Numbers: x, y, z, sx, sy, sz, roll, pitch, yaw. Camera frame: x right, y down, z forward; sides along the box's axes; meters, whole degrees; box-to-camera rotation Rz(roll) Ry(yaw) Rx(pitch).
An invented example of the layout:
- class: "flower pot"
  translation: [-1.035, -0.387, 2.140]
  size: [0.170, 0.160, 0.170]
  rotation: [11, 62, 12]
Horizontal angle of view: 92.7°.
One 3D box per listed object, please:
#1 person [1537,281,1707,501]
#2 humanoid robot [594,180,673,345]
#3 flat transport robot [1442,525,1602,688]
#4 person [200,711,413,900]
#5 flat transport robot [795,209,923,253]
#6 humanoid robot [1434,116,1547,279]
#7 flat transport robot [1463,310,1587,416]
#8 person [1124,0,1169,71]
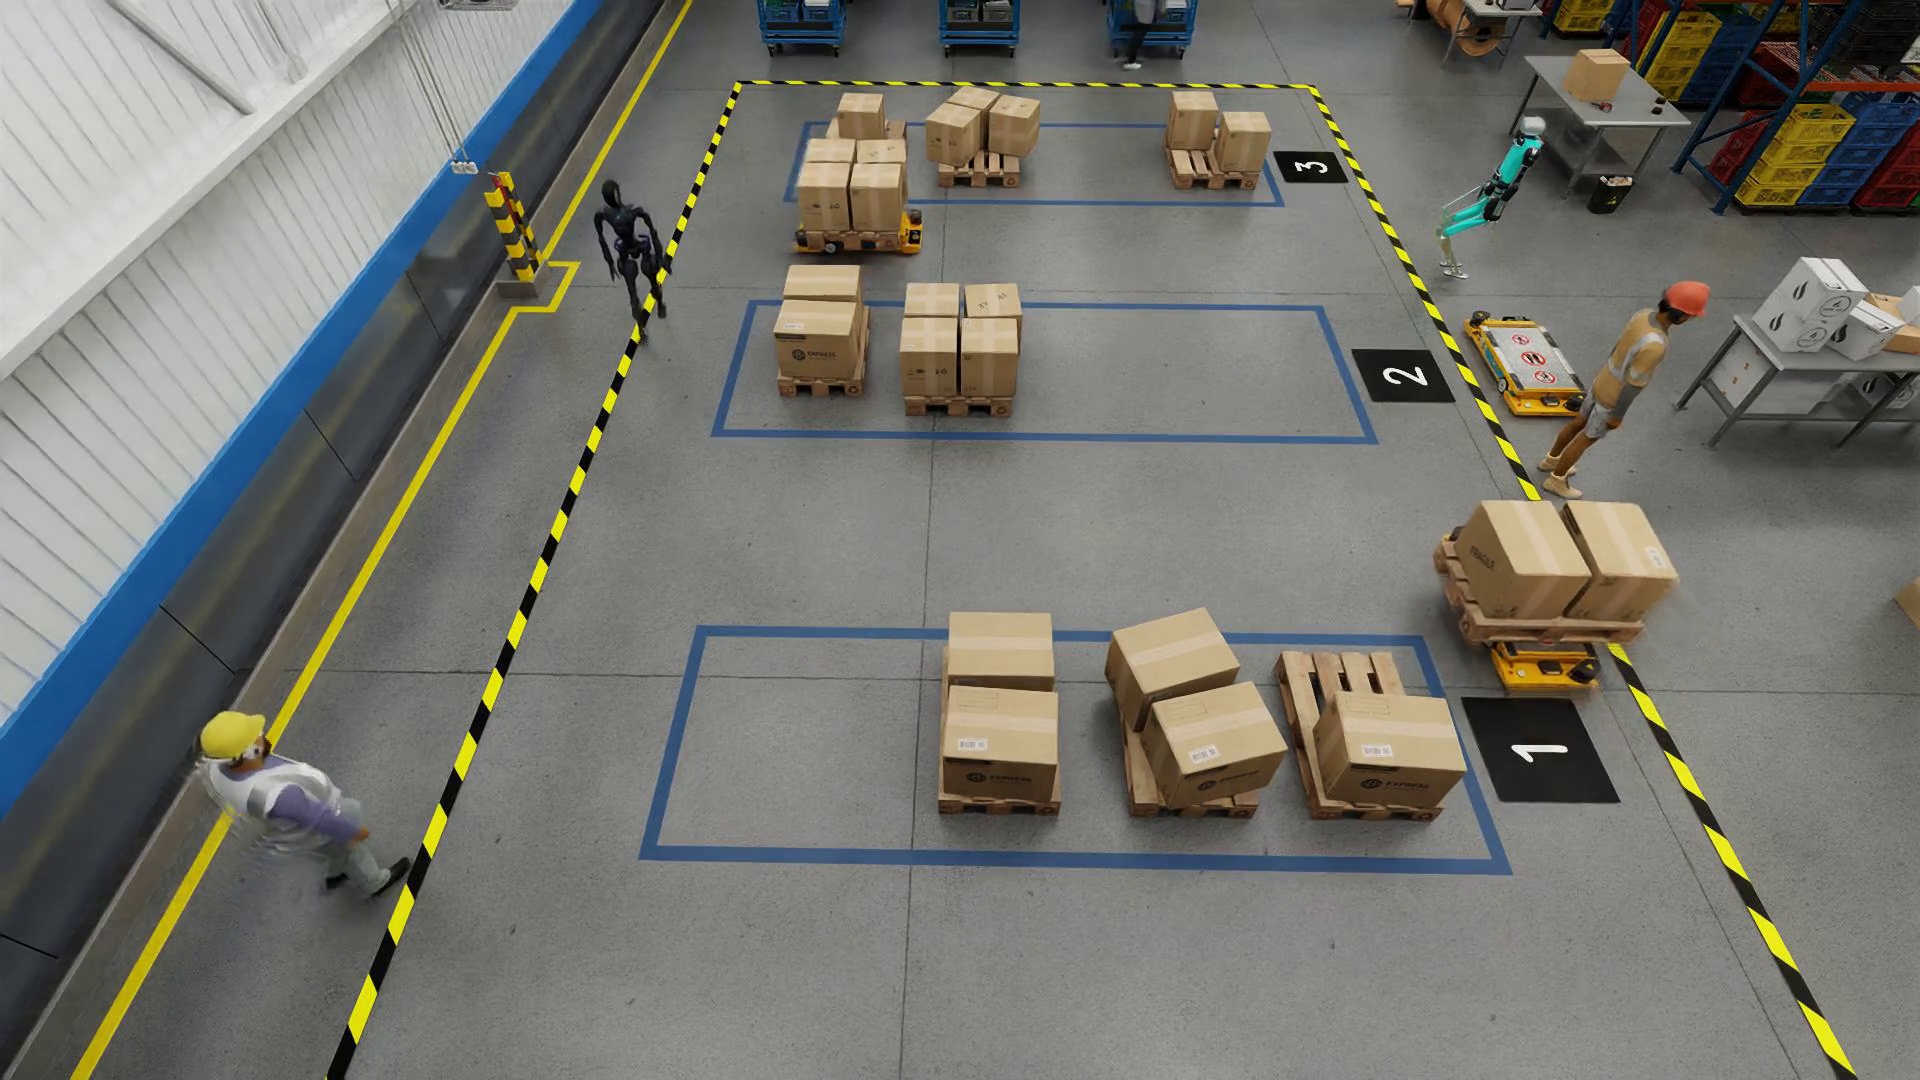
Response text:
- class: "person"
  translation: [5.303, -1.191, 7.393]
  size: [0.373, 2.043, 0.604]
  rotation: [14, 51, 12]
- class: "humanoid robot"
  translation: [-3.179, -2.753, 9.018]
  size: [0.611, 1.622, 0.788]
  rotation: [-7, 50, -6]
- class: "flat transport robot"
  translation: [4.322, 0.481, 7.098]
  size: [0.652, 0.197, 1.431]
  rotation: [1, 49, 1]
- class: "person"
  translation: [-3.669, 1.546, 5.175]
  size: [0.607, 1.809, 0.434]
  rotation: [26, 54, 21]
- class: "flat transport robot"
  translation: [-1.158, -3.597, 10.629]
  size: [1.431, 0.197, 0.652]
  rotation: [1, 49, 1]
- class: "humanoid robot"
  translation: [5.379, -3.561, 9.553]
  size: [0.735, 1.681, 0.533]
  rotation: [8, 50, 7]
- class: "flat transport robot"
  translation: [5.573, -1.757, 9.054]
  size: [0.659, 0.231, 1.431]
  rotation: [1, 49, 1]
- class: "person"
  translation: [2.728, -7.752, 13.220]
  size: [0.593, 1.811, 0.607]
  rotation: [-23, 53, -19]
